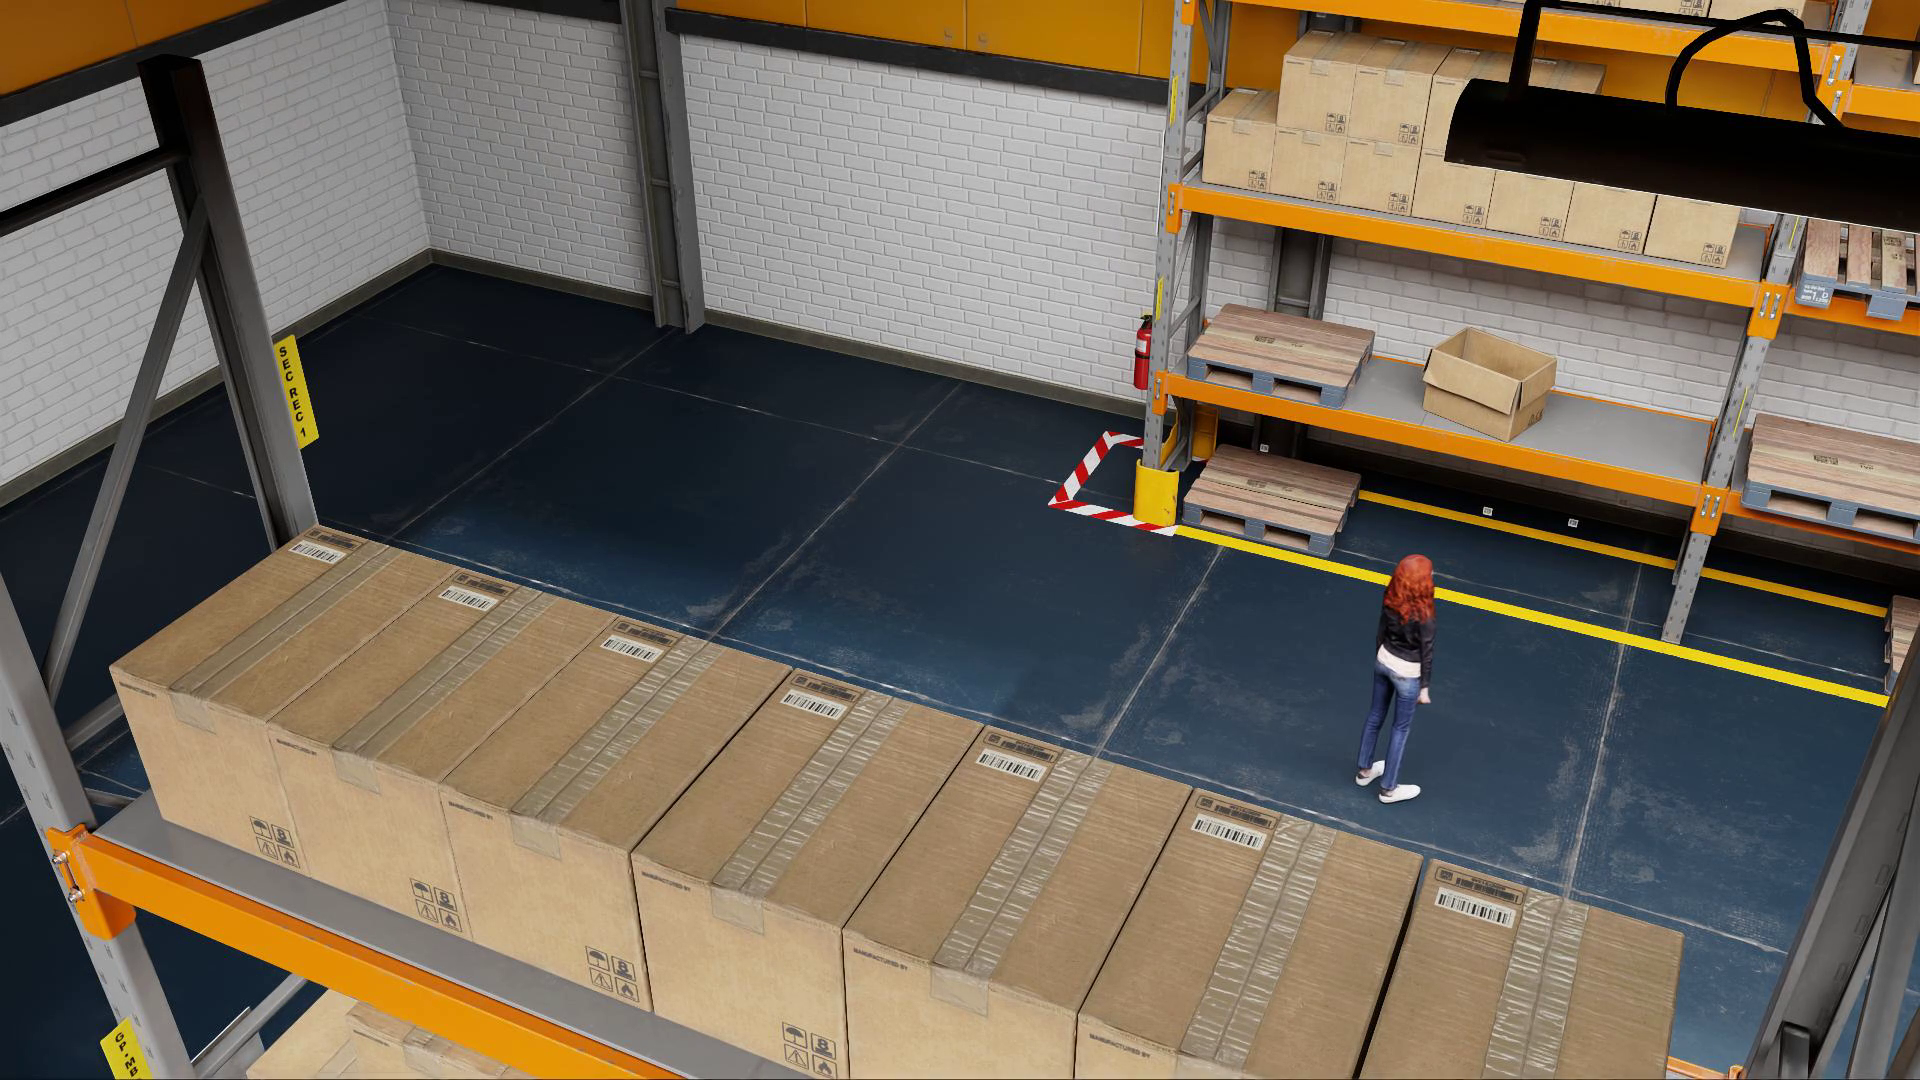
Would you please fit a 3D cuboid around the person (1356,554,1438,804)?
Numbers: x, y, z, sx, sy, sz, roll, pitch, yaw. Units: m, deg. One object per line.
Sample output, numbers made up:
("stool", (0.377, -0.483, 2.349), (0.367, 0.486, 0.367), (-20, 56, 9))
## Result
("person", (2.693, 0.841, 10.220), (0.732, 1.786, 0.651), (-17, 37, -23))
